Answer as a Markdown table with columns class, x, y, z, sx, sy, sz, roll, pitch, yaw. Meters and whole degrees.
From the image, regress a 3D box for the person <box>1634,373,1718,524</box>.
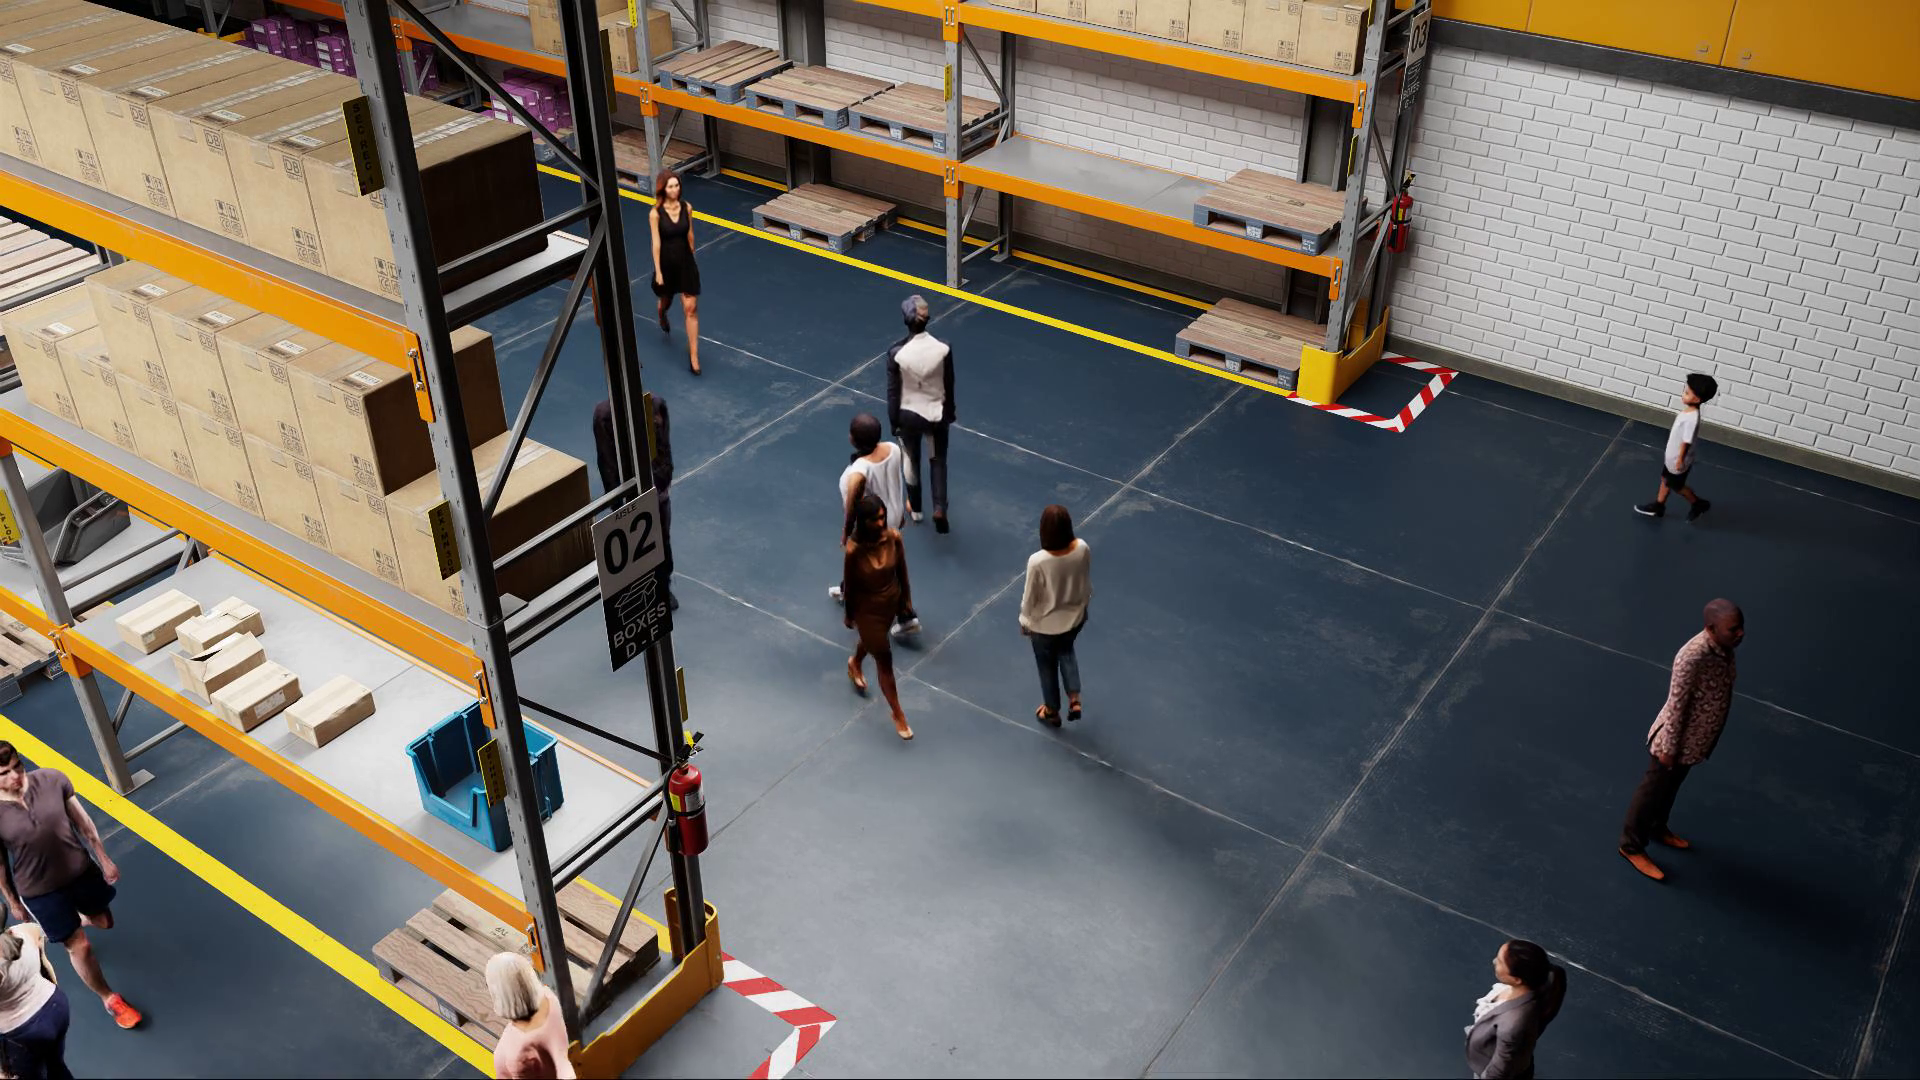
| class | x | y | z | sx | sy | sz | roll | pitch | yaw |
| --- | --- | --- | --- | --- | --- | --- | --- | --- | --- |
| person | 5.539 | -0.678 | 12.616 | 0.790 | 1.249 | 0.603 | 11 | 35 | 16 |

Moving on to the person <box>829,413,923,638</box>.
| class | x | y | z | sx | sy | sz | roll | pitch | yaw |
| --- | --- | --- | --- | --- | --- | --- | --- | --- | --- |
| person | -0.553 | -0.075 | 11.348 | 1.117 | 1.648 | 0.684 | 19 | 38 | 26 |

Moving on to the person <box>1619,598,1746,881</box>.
| class | x | y | z | sx | sy | sz | roll | pitch | yaw |
| --- | --- | --- | --- | --- | --- | --- | --- | --- | --- |
| person | 4.112 | 1.083 | 9.462 | 0.729 | 1.808 | 0.655 | -28 | 43 | -35 |

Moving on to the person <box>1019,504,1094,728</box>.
| class | x | y | z | sx | sy | sz | roll | pitch | yaw |
| --- | --- | --- | --- | --- | --- | --- | --- | --- | --- |
| person | 0.650 | 0.535 | 10.407 | 0.768 | 1.674 | 0.814 | -15 | 36 | -21 |

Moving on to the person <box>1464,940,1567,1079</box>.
| class | x | y | z | sx | sy | sz | roll | pitch | yaw |
| --- | --- | --- | --- | --- | --- | --- | --- | --- | --- |
| person | 2.452 | 2.433 | 7.547 | 0.580 | 1.680 | 0.613 | 20 | 38 | 27 |

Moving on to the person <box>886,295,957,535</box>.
| class | x | y | z | sx | sy | sz | roll | pitch | yaw |
| --- | --- | --- | --- | --- | --- | --- | --- | --- | --- |
| person | -0.262 | -0.878 | 12.353 | 1.056 | 1.873 | 1.095 | -4 | 34 | -6 |

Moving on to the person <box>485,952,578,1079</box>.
| class | x | y | z | sx | sy | sz | roll | pitch | yaw |
| --- | --- | --- | --- | --- | --- | --- | --- | --- | --- |
| person | -1.780 | 2.493 | 7.429 | 0.786 | 1.709 | 0.731 | 2 | 34 | 3 |

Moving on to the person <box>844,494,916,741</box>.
| class | x | y | z | sx | sy | sz | roll | pitch | yaw |
| --- | --- | --- | --- | --- | --- | --- | --- | --- | --- |
| person | -0.574 | 0.408 | 10.625 | 0.799 | 1.644 | 1.108 | -21 | 39 | -29 |

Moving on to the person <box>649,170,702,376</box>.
| class | x | y | z | sx | sy | sz | roll | pitch | yaw |
| --- | --- | --- | --- | --- | --- | --- | --- | --- | --- |
| person | -2.554 | -2.387 | 14.689 | 0.911 | 1.800 | 1.204 | -17 | 37 | -24 |

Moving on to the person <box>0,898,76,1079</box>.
| class | x | y | z | sx | sy | sz | roll | pitch | yaw |
| --- | --- | --- | --- | --- | --- | --- | --- | --- | --- |
| person | -4.215 | 2.310 | 7.727 | 1.017 | 1.685 | 0.793 | 8 | 35 | 12 |

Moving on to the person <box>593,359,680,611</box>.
| class | x | y | z | sx | sy | sz | roll | pitch | yaw |
| --- | --- | --- | --- | --- | --- | --- | --- | --- | --- |
| person | -2.290 | -0.446 | 11.661 | 0.981 | 1.920 | 1.163 | -18 | 38 | -25 |

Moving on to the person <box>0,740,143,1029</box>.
| class | x | y | z | sx | sy | sz | roll | pitch | yaw |
| --- | --- | --- | --- | --- | --- | --- | --- | --- | --- |
| person | -4.653 | 1.694 | 8.519 | 1.019 | 1.833 | 0.682 | 24 | 40 | 31 |
